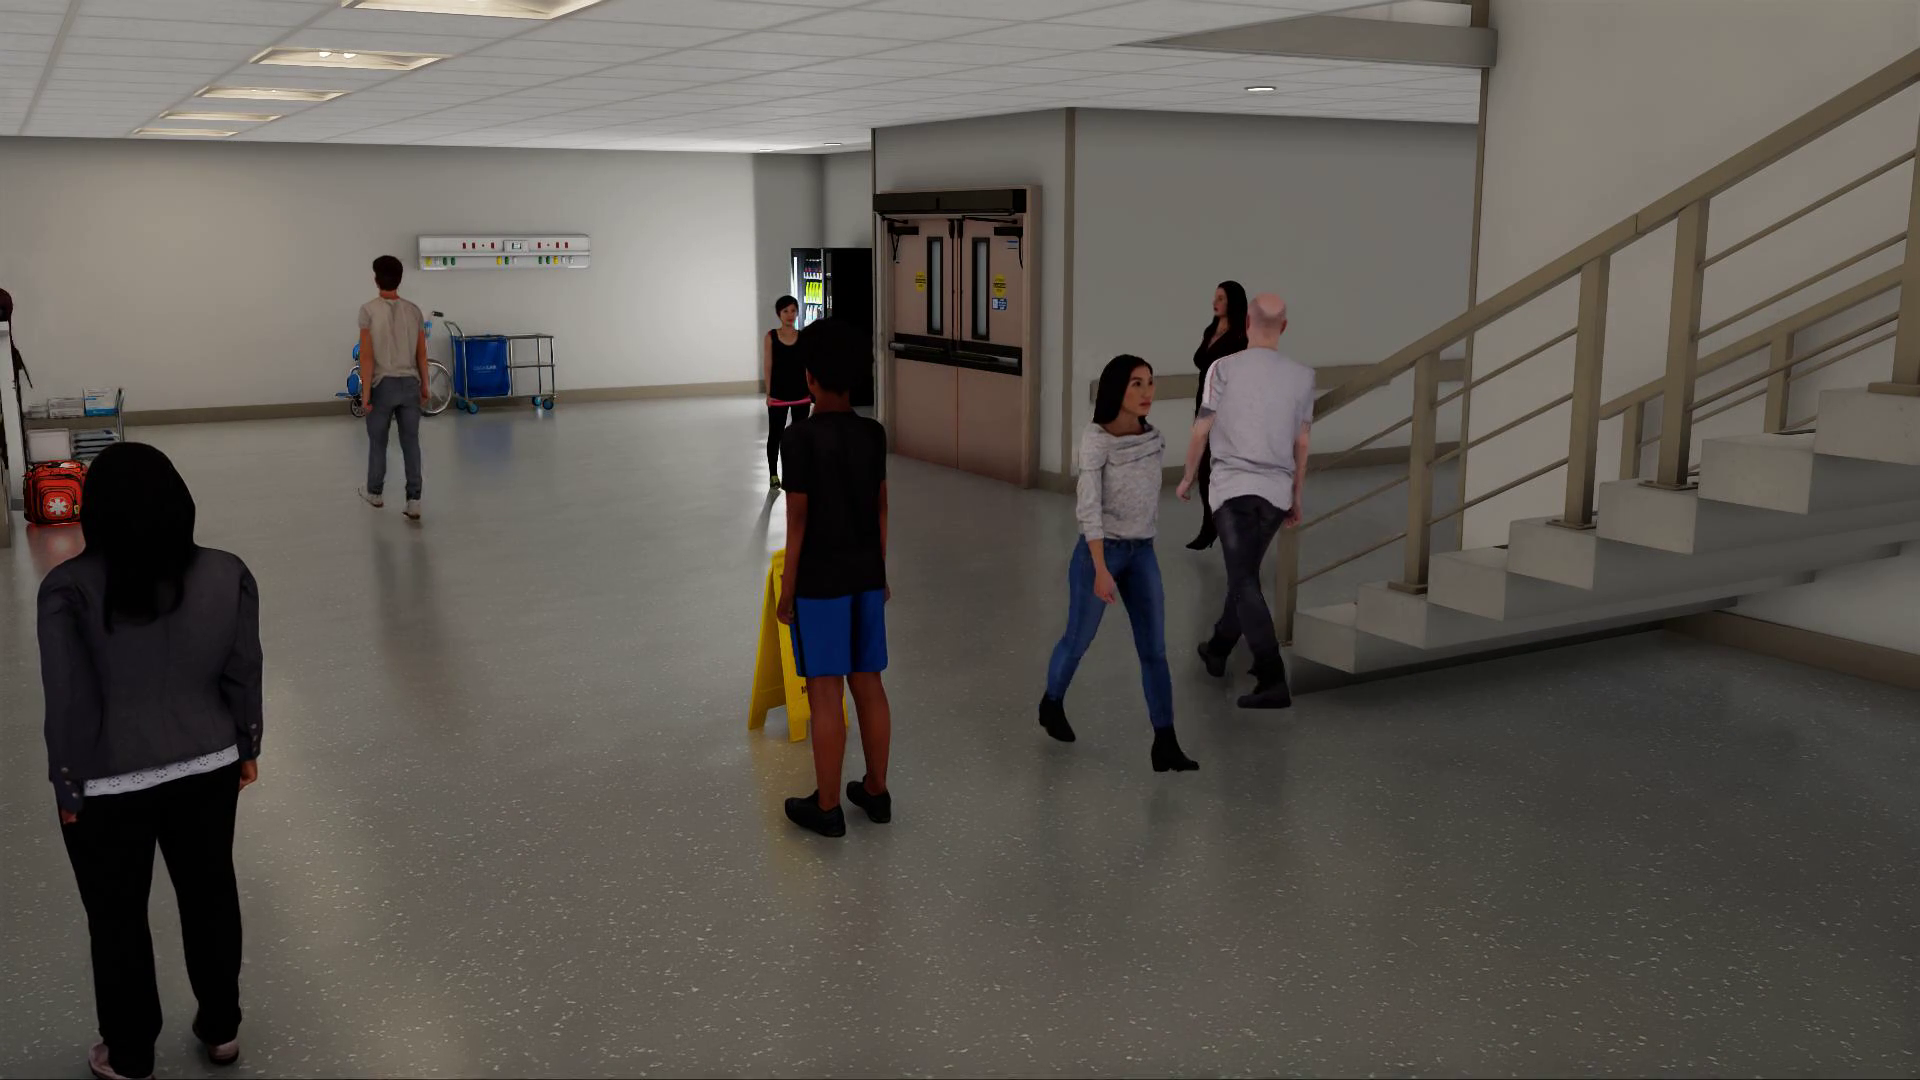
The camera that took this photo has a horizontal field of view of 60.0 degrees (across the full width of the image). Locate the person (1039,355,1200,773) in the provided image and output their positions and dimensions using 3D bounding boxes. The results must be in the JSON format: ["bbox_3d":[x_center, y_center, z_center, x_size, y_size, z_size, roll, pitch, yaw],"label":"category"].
[{"bbox_3d":[0.537,0.101,6.502,0.635,1.591,1.060,-7,13,-33],"label":"person"}]

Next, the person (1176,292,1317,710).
[{"bbox_3d":[1.296,-0.127,7.212,0.842,1.774,1.298,-4,11,-20],"label":"person"}]

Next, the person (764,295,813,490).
[{"bbox_3d":[-1.393,-1.204,13.481,0.549,1.552,0.518,-5,12,-25],"label":"person"}]

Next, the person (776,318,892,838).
[{"bbox_3d":[-0.426,0.129,5.800,0.646,1.796,0.591,-9,14,-39],"label":"person"}]

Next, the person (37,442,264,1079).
[{"bbox_3d":[-1.988,0.554,4.093,0.750,1.599,0.746,10,15,42],"label":"person"}]

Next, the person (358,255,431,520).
[{"bbox_3d":[-4.016,-1.058,11.893,0.781,1.857,1.133,-8,13,-36],"label":"person"}]

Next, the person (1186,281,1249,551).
[{"bbox_3d":[1.796,-0.796,10.848,0.840,1.733,1.000,-4,11,-20],"label":"person"}]

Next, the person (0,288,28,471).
[{"bbox_3d":[-8.197,-1.514,14.307,0.857,1.852,0.705,-2,11,-8],"label":"person"}]
